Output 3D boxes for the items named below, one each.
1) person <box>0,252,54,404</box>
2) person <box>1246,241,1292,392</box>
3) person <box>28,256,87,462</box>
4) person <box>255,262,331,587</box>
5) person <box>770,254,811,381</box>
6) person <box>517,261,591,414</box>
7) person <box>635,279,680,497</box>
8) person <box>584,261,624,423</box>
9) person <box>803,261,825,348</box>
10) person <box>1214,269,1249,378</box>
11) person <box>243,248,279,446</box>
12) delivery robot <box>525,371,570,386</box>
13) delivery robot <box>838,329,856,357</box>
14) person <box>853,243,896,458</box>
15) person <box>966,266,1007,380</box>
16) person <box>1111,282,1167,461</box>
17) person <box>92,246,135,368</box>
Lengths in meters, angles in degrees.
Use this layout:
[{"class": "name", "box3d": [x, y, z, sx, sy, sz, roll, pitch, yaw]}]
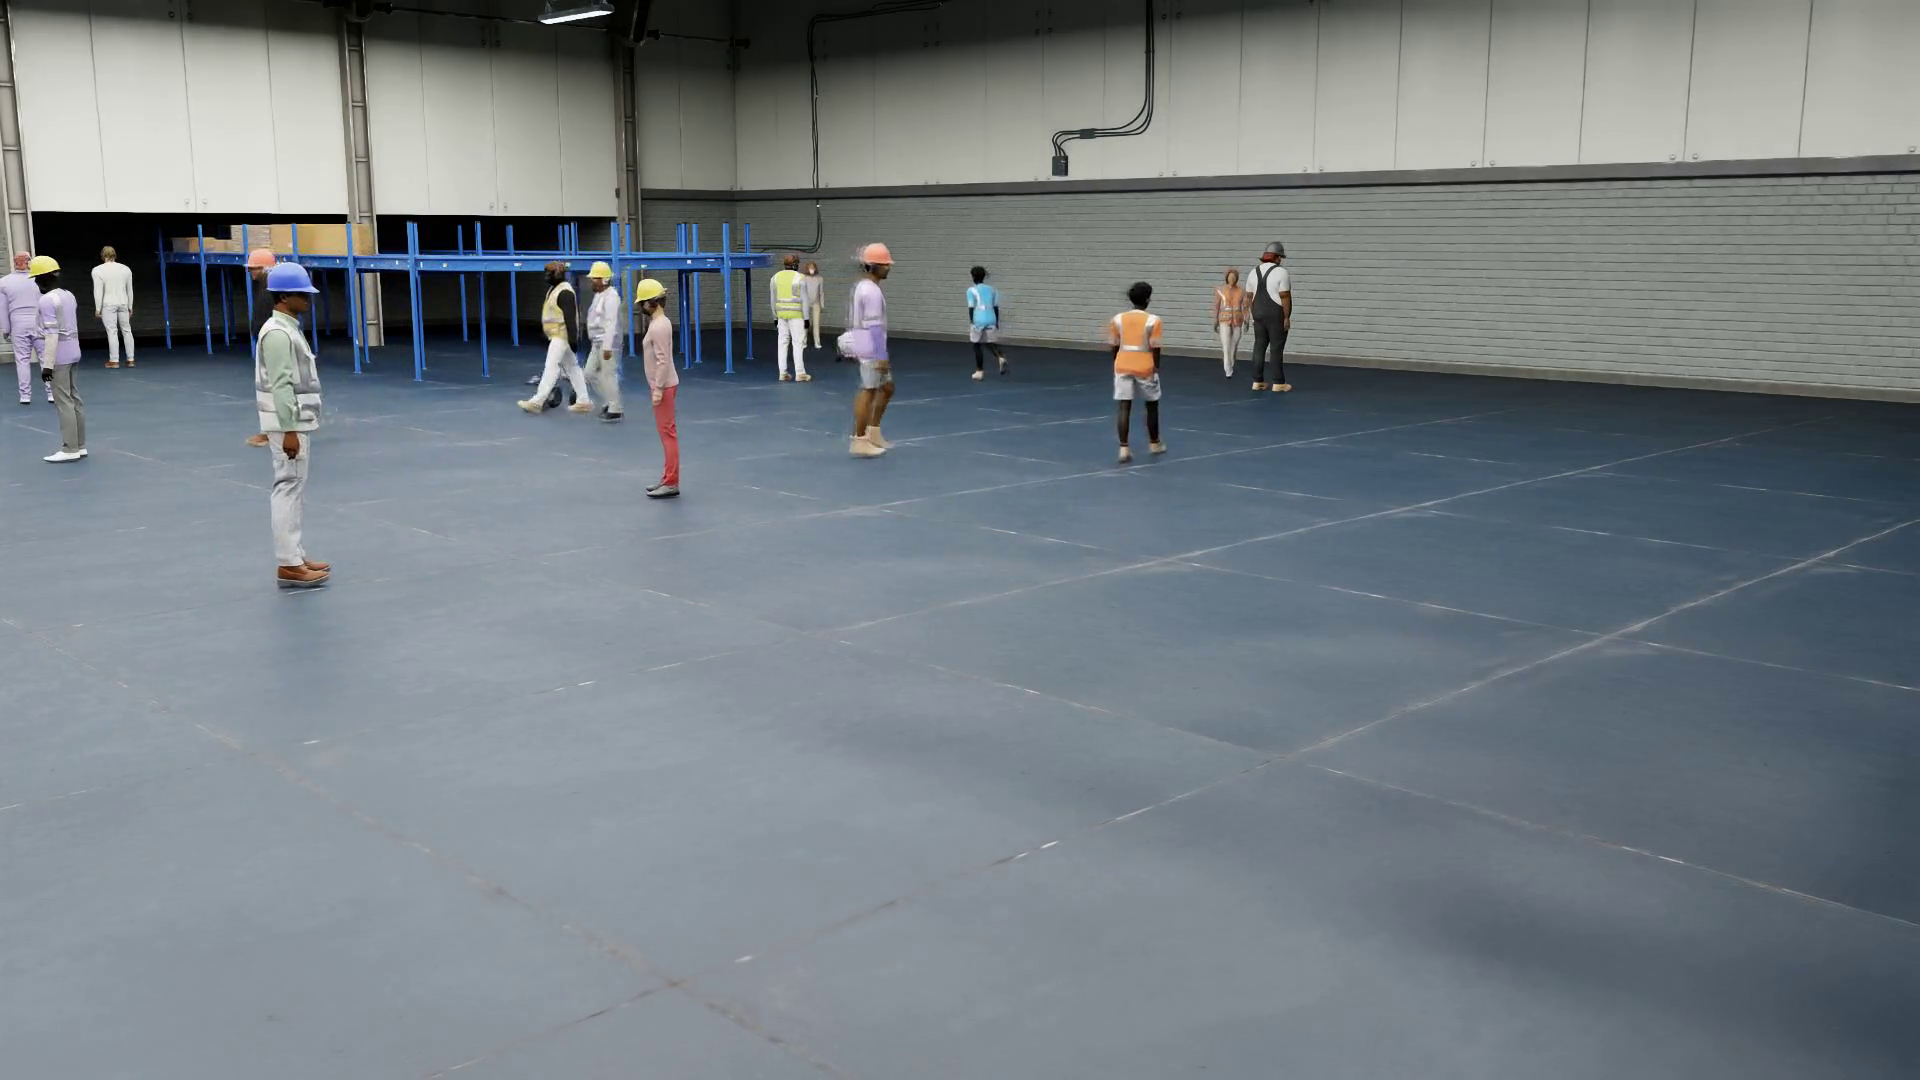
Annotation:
[{"class": "person", "box3d": [-11.738, -2.676, 20.997, 0.643, 1.905, 0.400, -4, 11, -23]}, {"class": "person", "box3d": [4.287, -3.052, 22.785, 0.535, 2.000, 0.674, -9, 14, -40]}, {"class": "person", "box3d": [-8.485, -1.701, 15.636, 0.374, 1.920, 0.585, -2, 11, -9]}, {"class": "person", "box3d": [-4.061, -0.707, 10.136, 0.405, 1.946, 0.610, -3, 11, -16]}, {"class": "person", "box3d": [-2.455, -3.252, 24.305, 0.627, 1.843, 0.429, 6, 12, 28]}, {"class": "person", "box3d": [-4.863, -2.406, 19.815, 0.944, 1.798, 0.632, -4, 11, -21]}, {"class": "person", "box3d": [-2.458, -1.235, 13.537, 0.334, 1.759, 0.523, -1, 10, -8]}, {"class": "person", "box3d": [-4.044, -2.245, 18.885, 0.443, 1.811, 0.615, -5, 11, -25]}, {"class": "person", "box3d": [-2.811, -4.460, 31.475, 0.501, 1.637, 0.271, -3, 11, -18]}, {"class": "person", "box3d": [4.089, -3.277, 25.078, 0.523, 1.606, 0.808, 0, 10, 1]}, {"class": "person", "box3d": [-6.964, -1.968, 16.917, 0.650, 1.981, 0.628, -7, 13, -35]}, {"class": "delivery robot", "box3d": [-4.979, -2.020, 20.249, 0.335, 0.223, 0.698, 6, 12, 30]}, {"class": "delivery robot", "box3d": [-1.877, -3.333, 28.116, 0.477, 0.478, 0.707, -2, 11, -8]}, {"class": "person", "box3d": [-0.782, -1.802, 15.881, 0.585, 2.023, 0.648, -2, 11, -10]}, {"class": "person", "box3d": [0.385, -3.185, 24.405, 0.539, 1.673, 0.584, -7, 12, -33]}, {"class": "person", "box3d": [1.709, -1.604, 15.780, 0.547, 1.665, 0.771, 5, 12, 26]}, {"class": "person", "box3d": [-13.571, -3.736, 26.678, 0.378, 1.940, 0.628, 8, 13, 36]}]
